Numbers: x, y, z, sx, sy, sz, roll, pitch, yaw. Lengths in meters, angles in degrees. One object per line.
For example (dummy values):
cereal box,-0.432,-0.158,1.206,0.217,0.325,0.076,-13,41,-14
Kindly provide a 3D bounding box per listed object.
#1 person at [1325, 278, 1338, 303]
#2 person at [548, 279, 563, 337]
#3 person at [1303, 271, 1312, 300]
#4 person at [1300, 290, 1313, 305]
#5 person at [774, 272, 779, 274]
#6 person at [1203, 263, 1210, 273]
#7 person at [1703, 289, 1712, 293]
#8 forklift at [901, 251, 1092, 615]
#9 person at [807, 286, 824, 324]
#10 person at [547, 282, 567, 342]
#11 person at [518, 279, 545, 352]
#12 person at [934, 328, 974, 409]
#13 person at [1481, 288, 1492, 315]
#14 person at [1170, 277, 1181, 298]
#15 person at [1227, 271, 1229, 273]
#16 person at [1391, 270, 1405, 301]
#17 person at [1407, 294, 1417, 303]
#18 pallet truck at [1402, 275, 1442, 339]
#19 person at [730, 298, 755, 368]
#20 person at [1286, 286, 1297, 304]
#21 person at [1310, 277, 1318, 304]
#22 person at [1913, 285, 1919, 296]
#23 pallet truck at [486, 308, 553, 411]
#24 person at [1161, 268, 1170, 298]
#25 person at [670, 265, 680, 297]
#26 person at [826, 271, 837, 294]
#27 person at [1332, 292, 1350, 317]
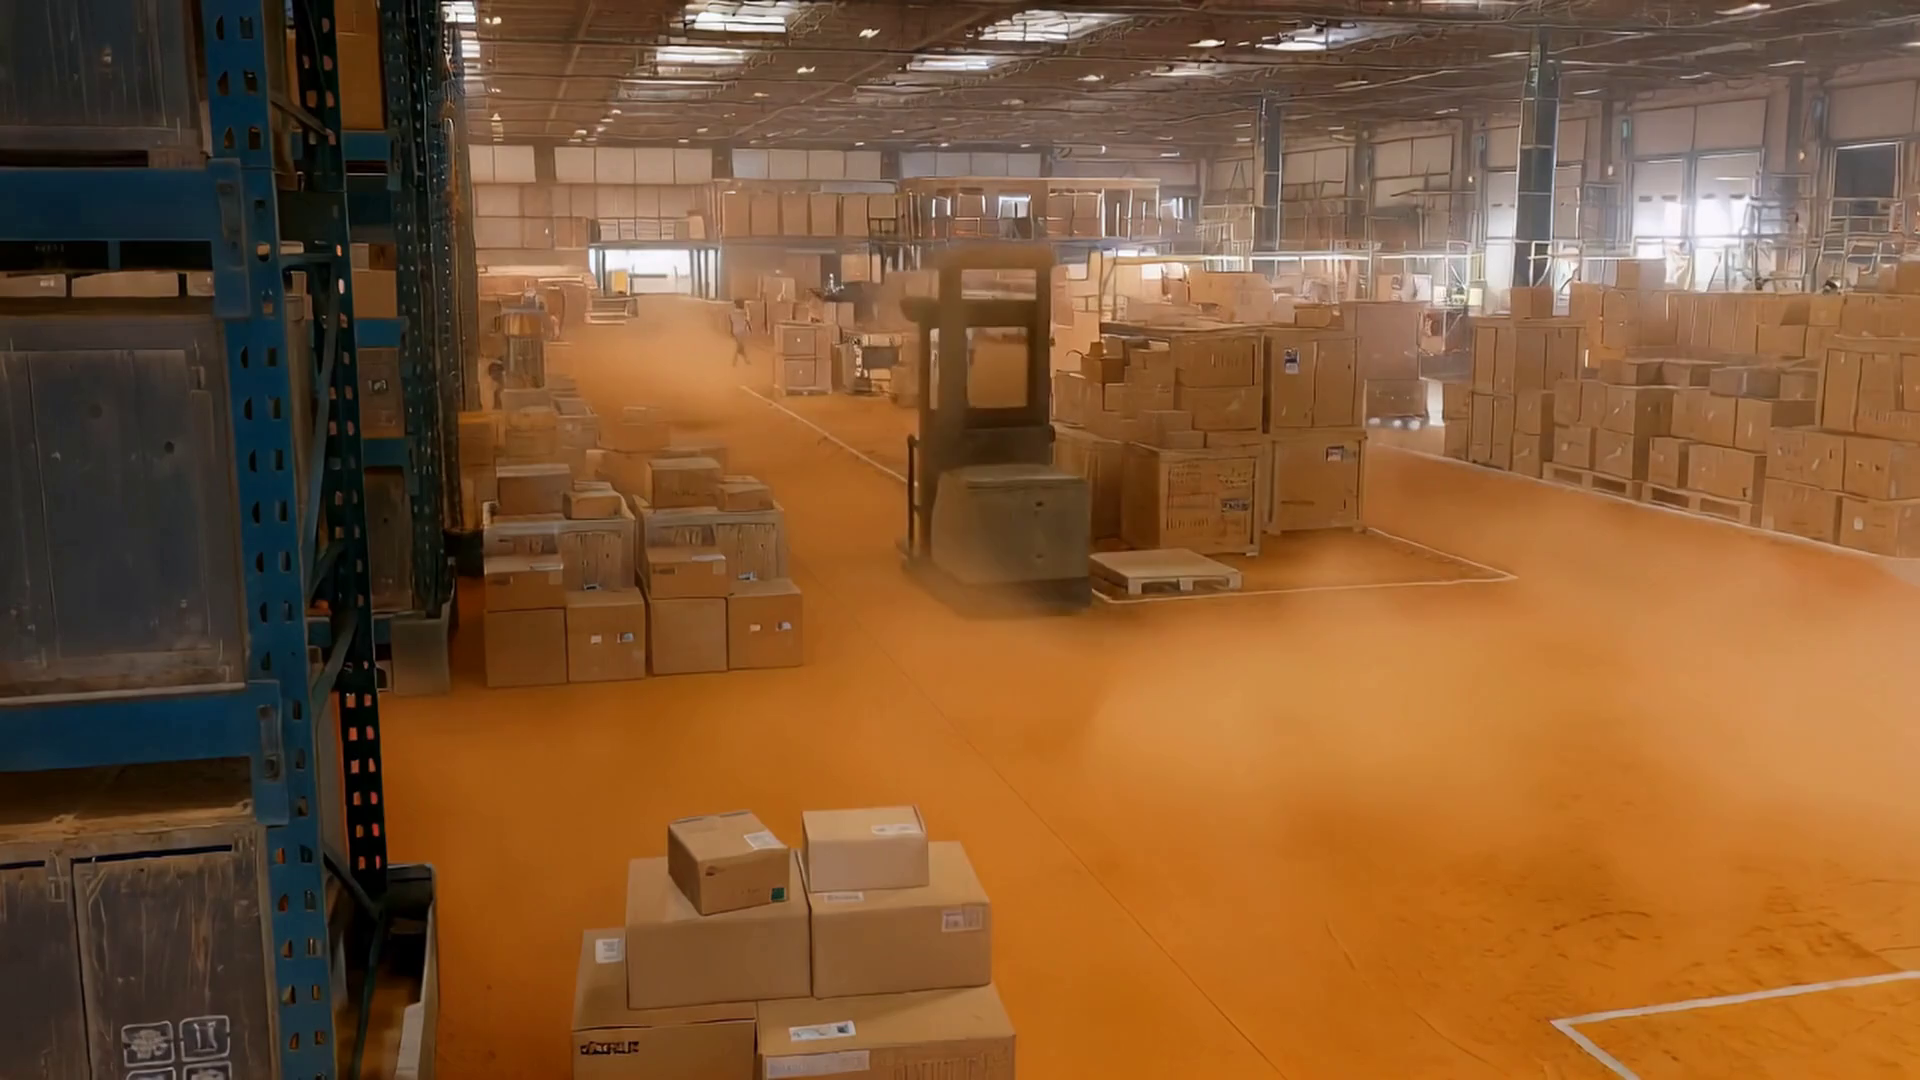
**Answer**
person,12.511,-7.865,55.705,0.624,1.819,0.651,7,12,34
person,-12.866,-7.394,53.023,0.523,1.838,0.931,-2,10,-9
person,13.224,-9.263,63.286,0.615,1.938,0.406,-8,13,-37
person,7.477,-4.479,36.235,0.398,1.923,0.571,5,11,27
person,-7.241,-9.617,65.527,0.329,1.862,0.505,-9,14,-43
person,12.678,-13.355,86.342,0.614,1.982,0.515,6,12,32
person,17.492,-4.933,38.962,0.616,1.889,1.041,1,10,7
forklift,0.289,-0.930,13.437,1.129,2.768,1.873,-3,10,-16
person,-3.373,-5.047,39.419,0.364,1.935,0.553,6,12,31
person,-12.051,-6.779,49.608,0.603,1.815,0.646,2,10,11
person,-11.741,-6.185,45.573,0.683,2.000,1.058,1,10,6
person,-0.098,-2.762,26.433,0.617,1.962,0.428,2,10,10
person,15.639,-6.629,49.193,0.872,1.658,0.532,0,10,0
person,7.161,-7.675,54.466,0.667,1.879,0.499,-5,11,-24
person,10.418,-9.556,65.024,0.601,1.905,0.504,-5,11,-24
person,17.371,-9.730,65.936,0.544,1.939,0.354,-1,10,-5
person,10.157,-4.686,37.776,0.653,1.783,0.955,5,11,26
pallet truck,14.620,-7.324,52.145,0.823,1.965,1.885,8,13,40
person,-5.154,-4.903,39.405,0.537,1.647,0.880,8,13,38
person,9.478,-6.460,48.043,0.530,1.718,0.882,-2,10,-10
person,12.958,-8.764,61.045,0.311,1.735,0.484,0,10,-1
person,24.164,-5.507,42.129,0.930,1.896,0.569,9,14,42
pallet truck,-6.242,-2.418,24.362,0.823,1.965,1.885,1,10,3
person,8.708,-10.529,70.461,0.356,1.937,0.638,-1,10,-8
person,-16.062,-14.608,93.832,0.584,1.853,0.906,-3,10,-17
person,-4.420,-8.287,57.517,0.417,2.034,0.603,0,10,2
person,7.937,-4.202,34.693,0.370,1.915,0.597,-4,11,-22
